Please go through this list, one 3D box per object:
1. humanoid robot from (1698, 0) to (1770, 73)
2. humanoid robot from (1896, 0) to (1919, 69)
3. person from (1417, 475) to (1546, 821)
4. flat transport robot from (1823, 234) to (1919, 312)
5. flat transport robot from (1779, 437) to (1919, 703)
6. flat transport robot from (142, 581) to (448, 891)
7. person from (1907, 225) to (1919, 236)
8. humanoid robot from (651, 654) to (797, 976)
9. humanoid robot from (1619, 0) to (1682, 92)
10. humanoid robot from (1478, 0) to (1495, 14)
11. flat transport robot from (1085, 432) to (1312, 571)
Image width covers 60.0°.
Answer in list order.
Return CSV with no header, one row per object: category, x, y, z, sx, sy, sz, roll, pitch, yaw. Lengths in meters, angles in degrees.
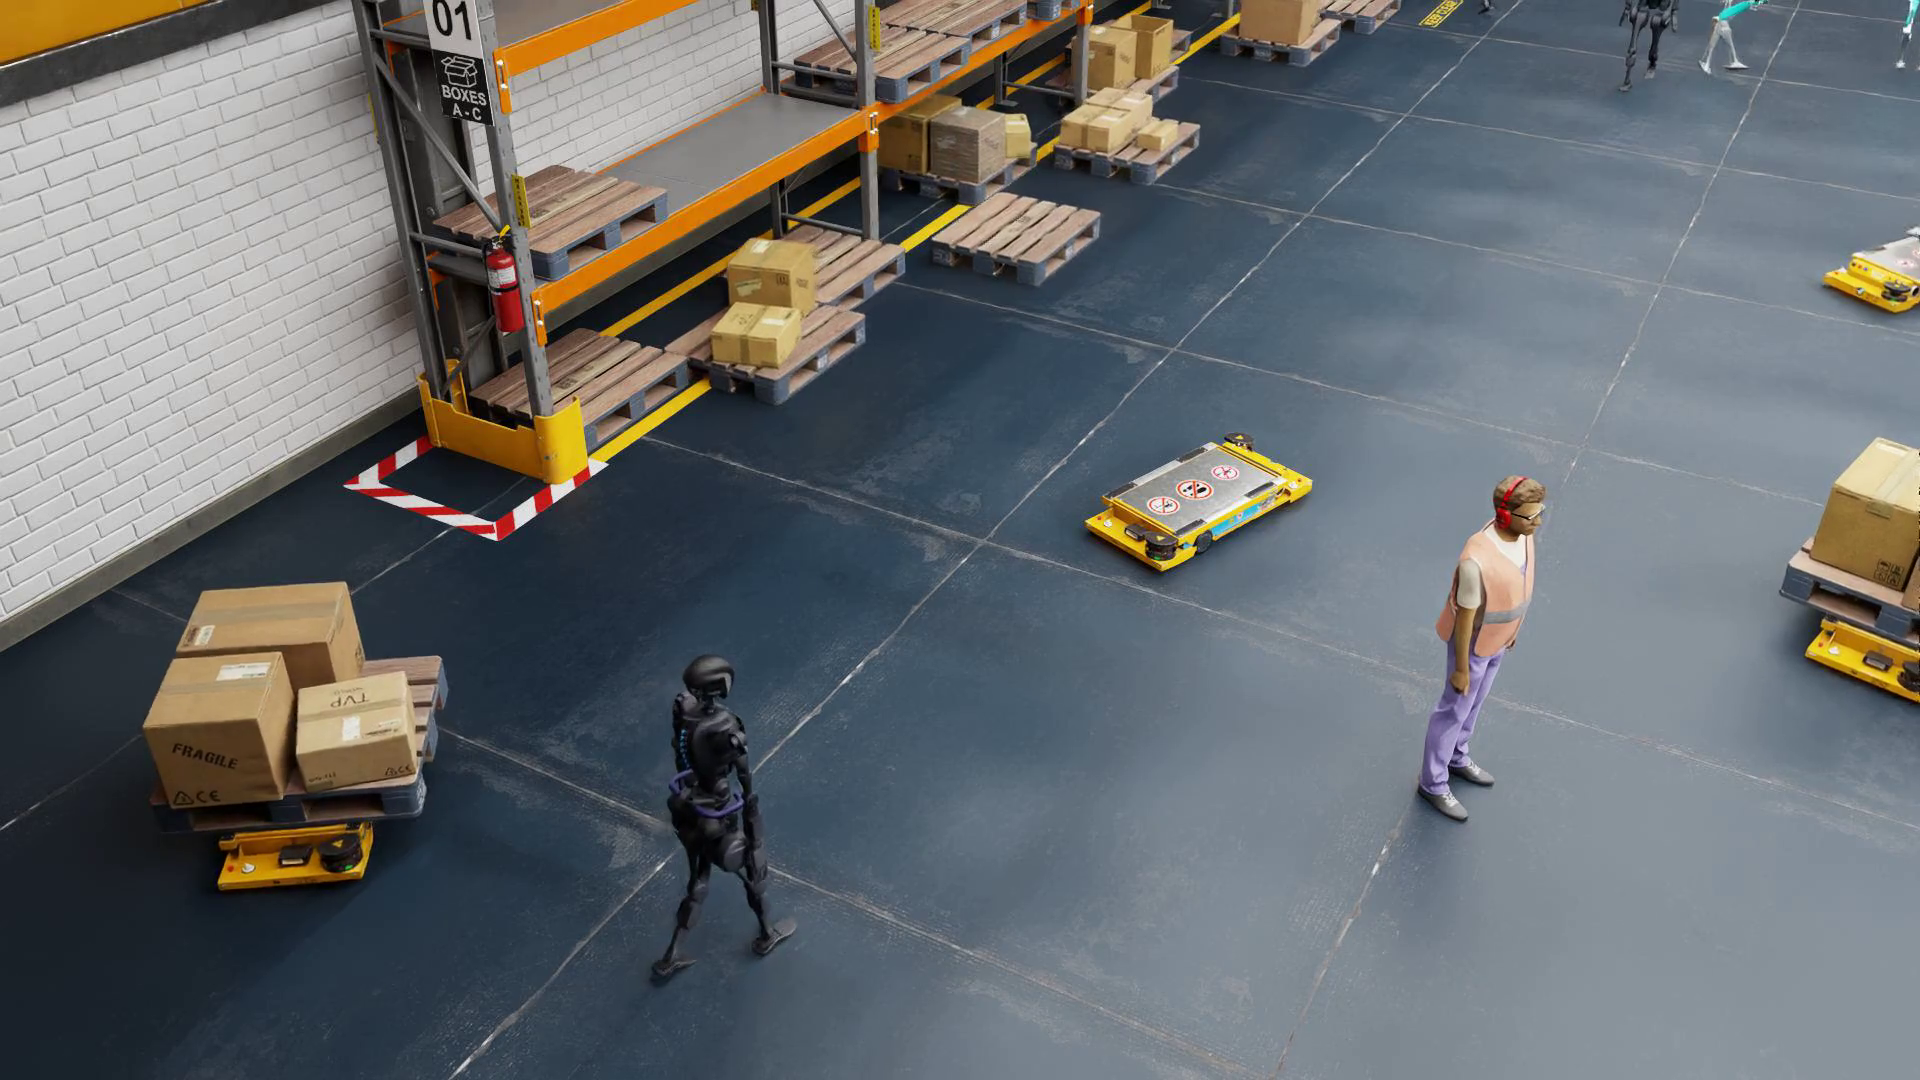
humanoid robot,8.340,-5.872,17.696,0.863,1.771,0.606,24,40,32
humanoid robot,10.297,-5.823,17.623,0.552,1.798,0.671,13,36,18
person,2.492,0.486,7.982,0.388,1.847,0.563,25,41,33
flat transport robot,7.757,-2.180,13.447,1.431,0.231,0.659,-17,37,-23
flat transport robot,5.439,0.427,9.502,0.659,0.231,1.431,27,42,35
flat transport robot,-3.230,1.175,8.371,0.659,0.231,1.431,-4,34,-6
person,8.374,-3.350,13.997,0.563,1.606,0.531,6,34,9
humanoid robot,-1.073,1.203,7.098,0.673,1.658,0.584,-28,43,-36
humanoid robot,7.215,-5.535,17.294,0.589,1.646,0.749,19,38,27
humanoid robot,6.282,-7.043,19.547,0.615,1.643,0.482,-18,37,-25
flat transport robot,1.528,-0.259,10.540,1.431,0.231,0.659,-26,41,-34
